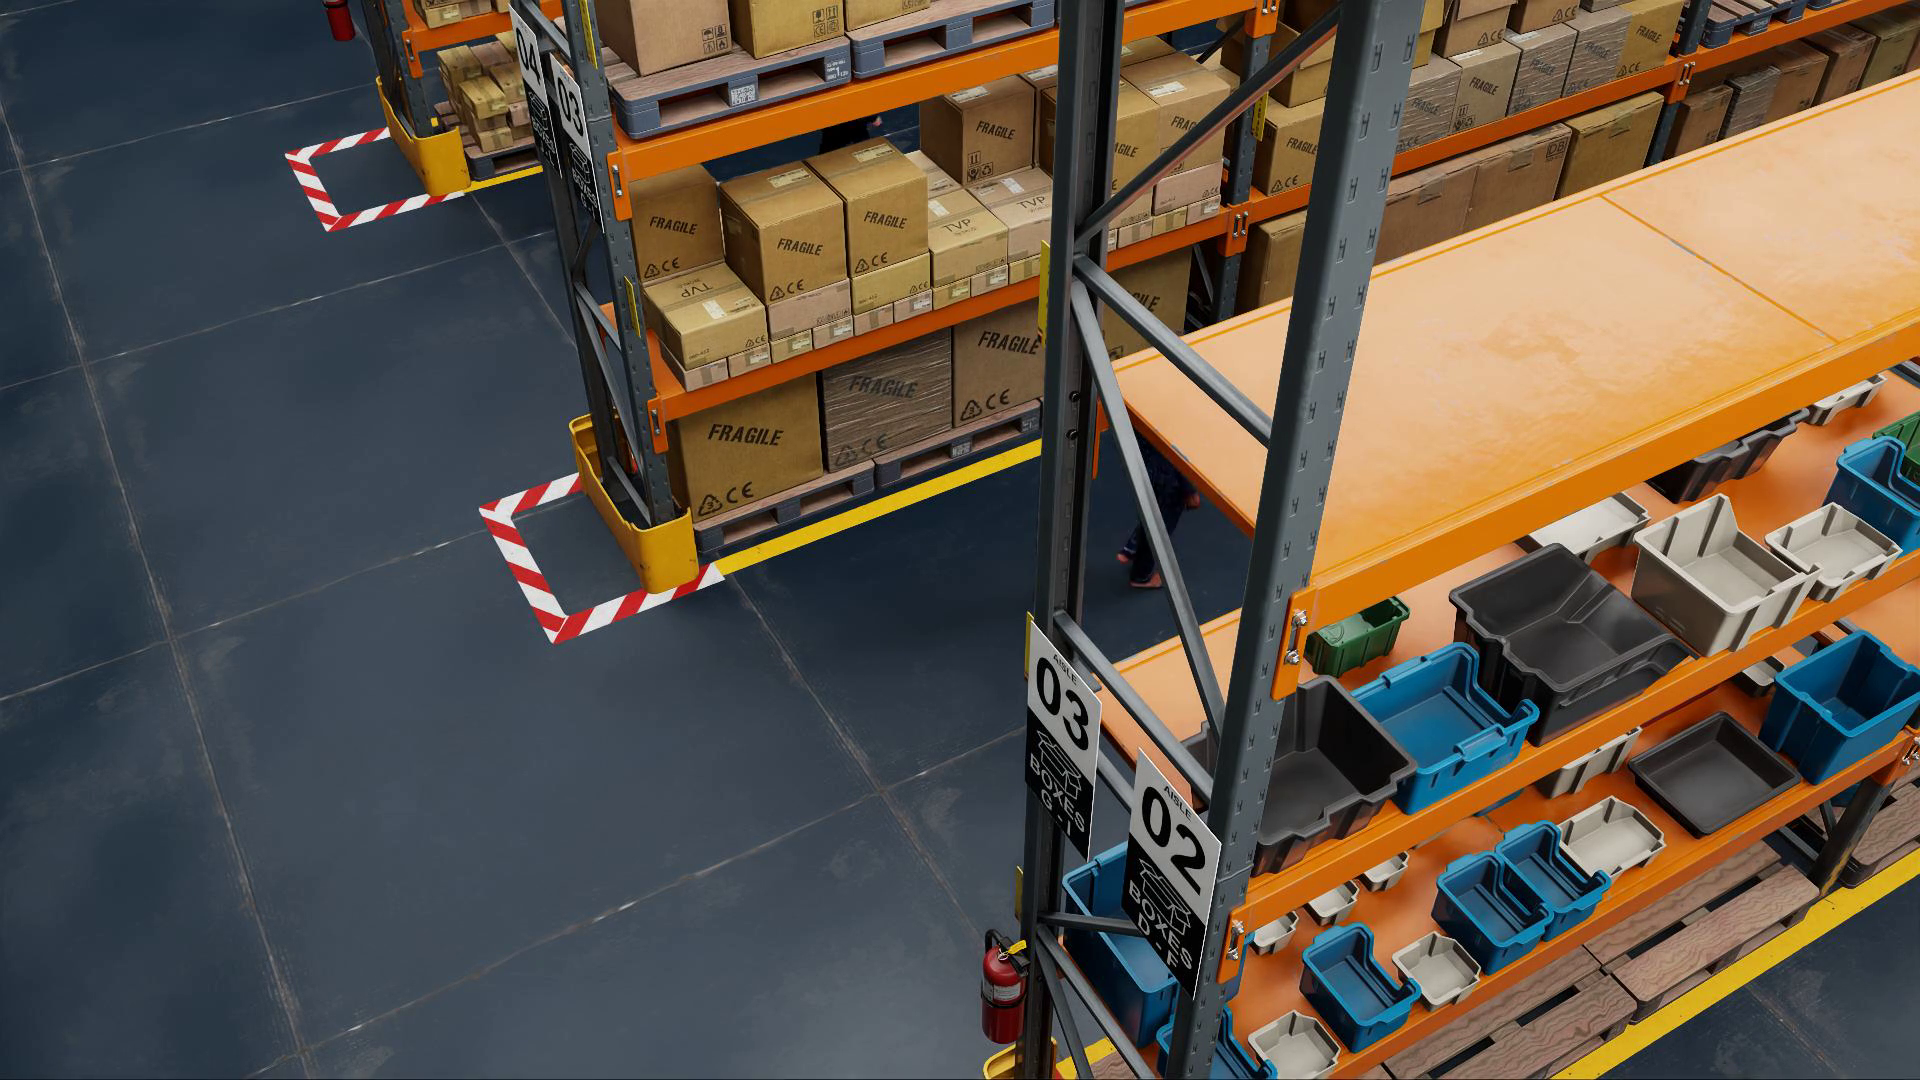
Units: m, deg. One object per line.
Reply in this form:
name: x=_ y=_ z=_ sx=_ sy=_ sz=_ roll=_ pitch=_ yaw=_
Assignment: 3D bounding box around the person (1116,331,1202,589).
person: x=1.056 y=-0.389 z=9.200 sx=0.750 sy=1.812 sz=0.754 roll=-10 pitch=44 yaw=-10
